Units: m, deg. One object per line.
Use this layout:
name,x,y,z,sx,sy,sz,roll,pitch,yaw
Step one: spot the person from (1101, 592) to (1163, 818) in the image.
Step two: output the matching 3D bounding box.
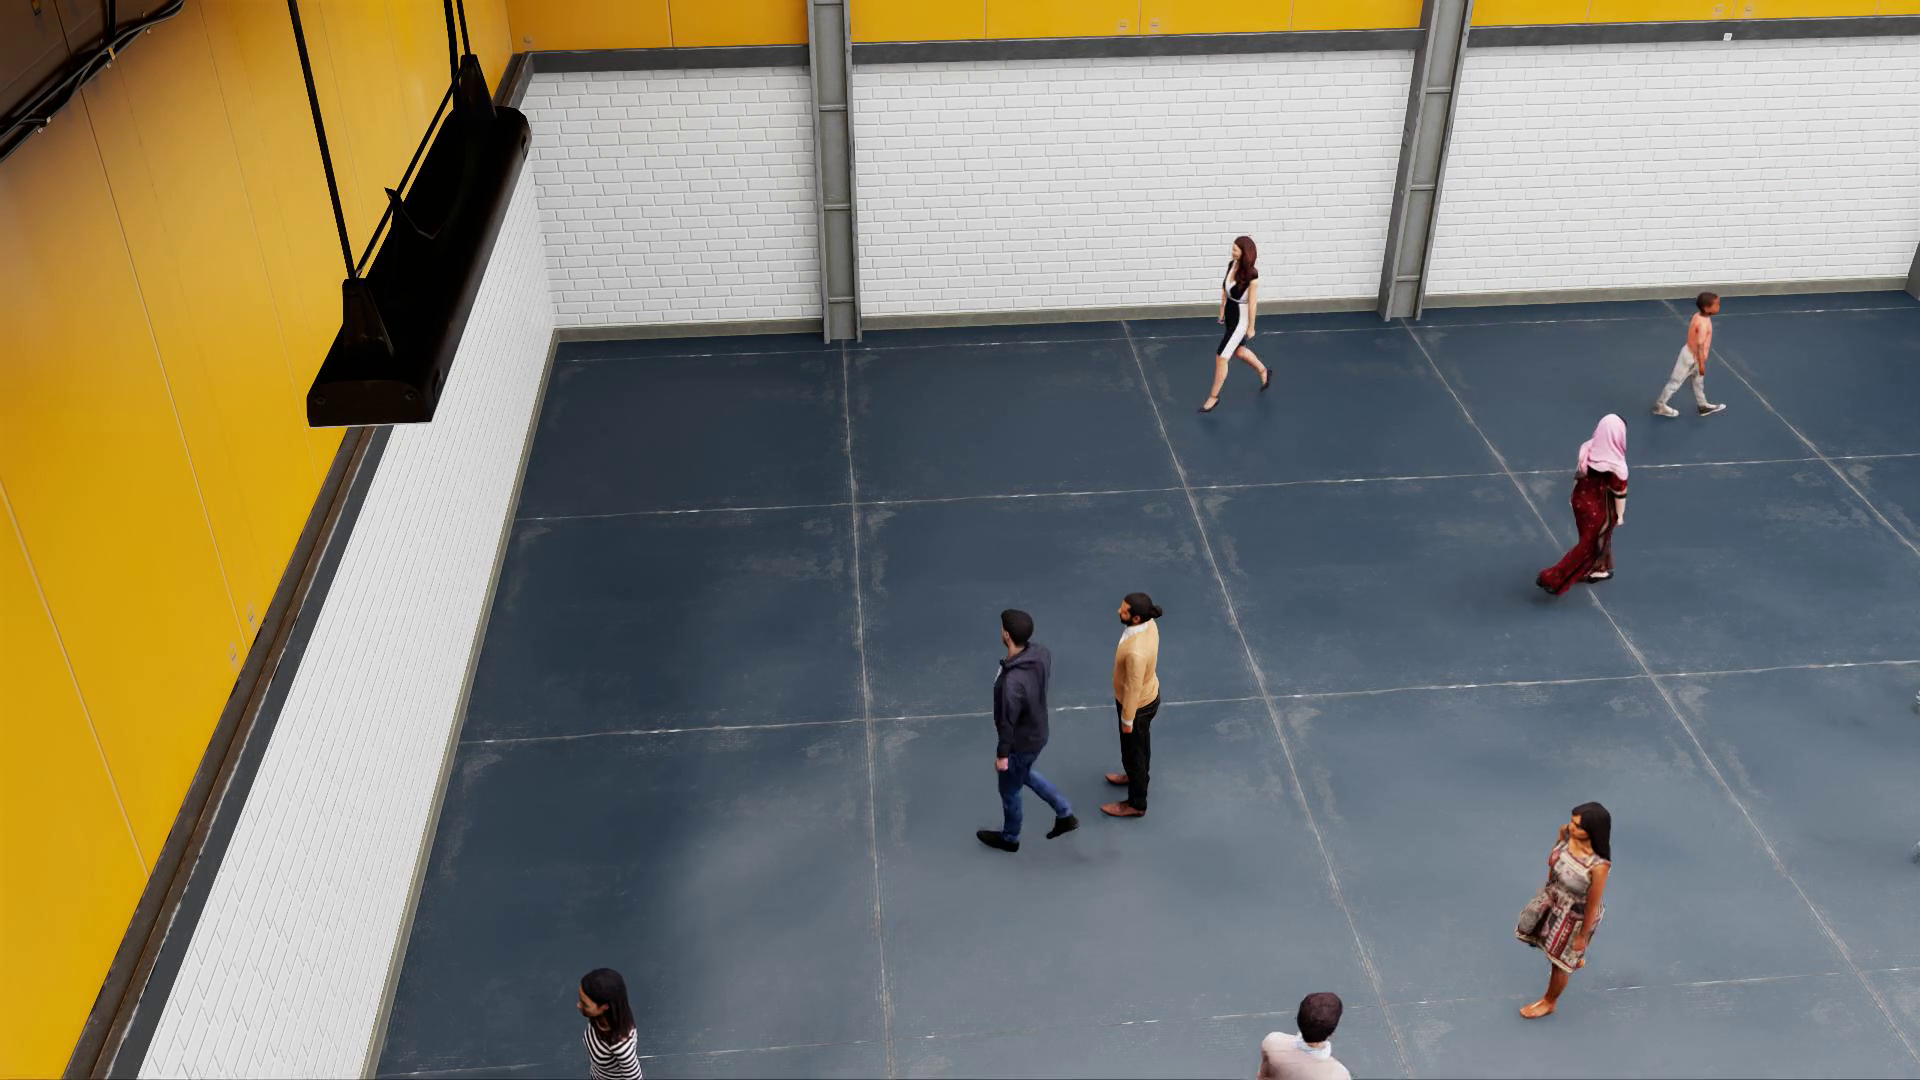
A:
person,1.178,1.074,11.104,0.653,1.750,0.701,5,34,8

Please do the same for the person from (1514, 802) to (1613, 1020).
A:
person,3.601,2.130,9.618,0.840,1.636,0.740,-11,35,-16

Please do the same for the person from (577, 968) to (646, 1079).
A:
person,-1.714,2.817,8.439,0.629,1.797,0.641,-20,38,-27

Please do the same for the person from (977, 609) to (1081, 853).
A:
person,0.483,1.277,10.684,1.060,1.876,0.938,11,35,16

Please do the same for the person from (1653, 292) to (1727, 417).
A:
person,6.867,-1.740,15.758,0.923,1.284,0.738,12,36,18

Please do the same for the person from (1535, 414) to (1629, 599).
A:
person,4.994,-0.239,13.209,1.110,1.606,0.818,-11,35,-16

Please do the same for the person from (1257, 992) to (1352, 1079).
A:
person,1.620,2.937,8.261,1.056,1.793,1.038,18,38,25

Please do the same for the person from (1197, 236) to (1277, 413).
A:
person,2.701,-2.057,15.800,1.185,1.765,0.853,-13,36,-19
